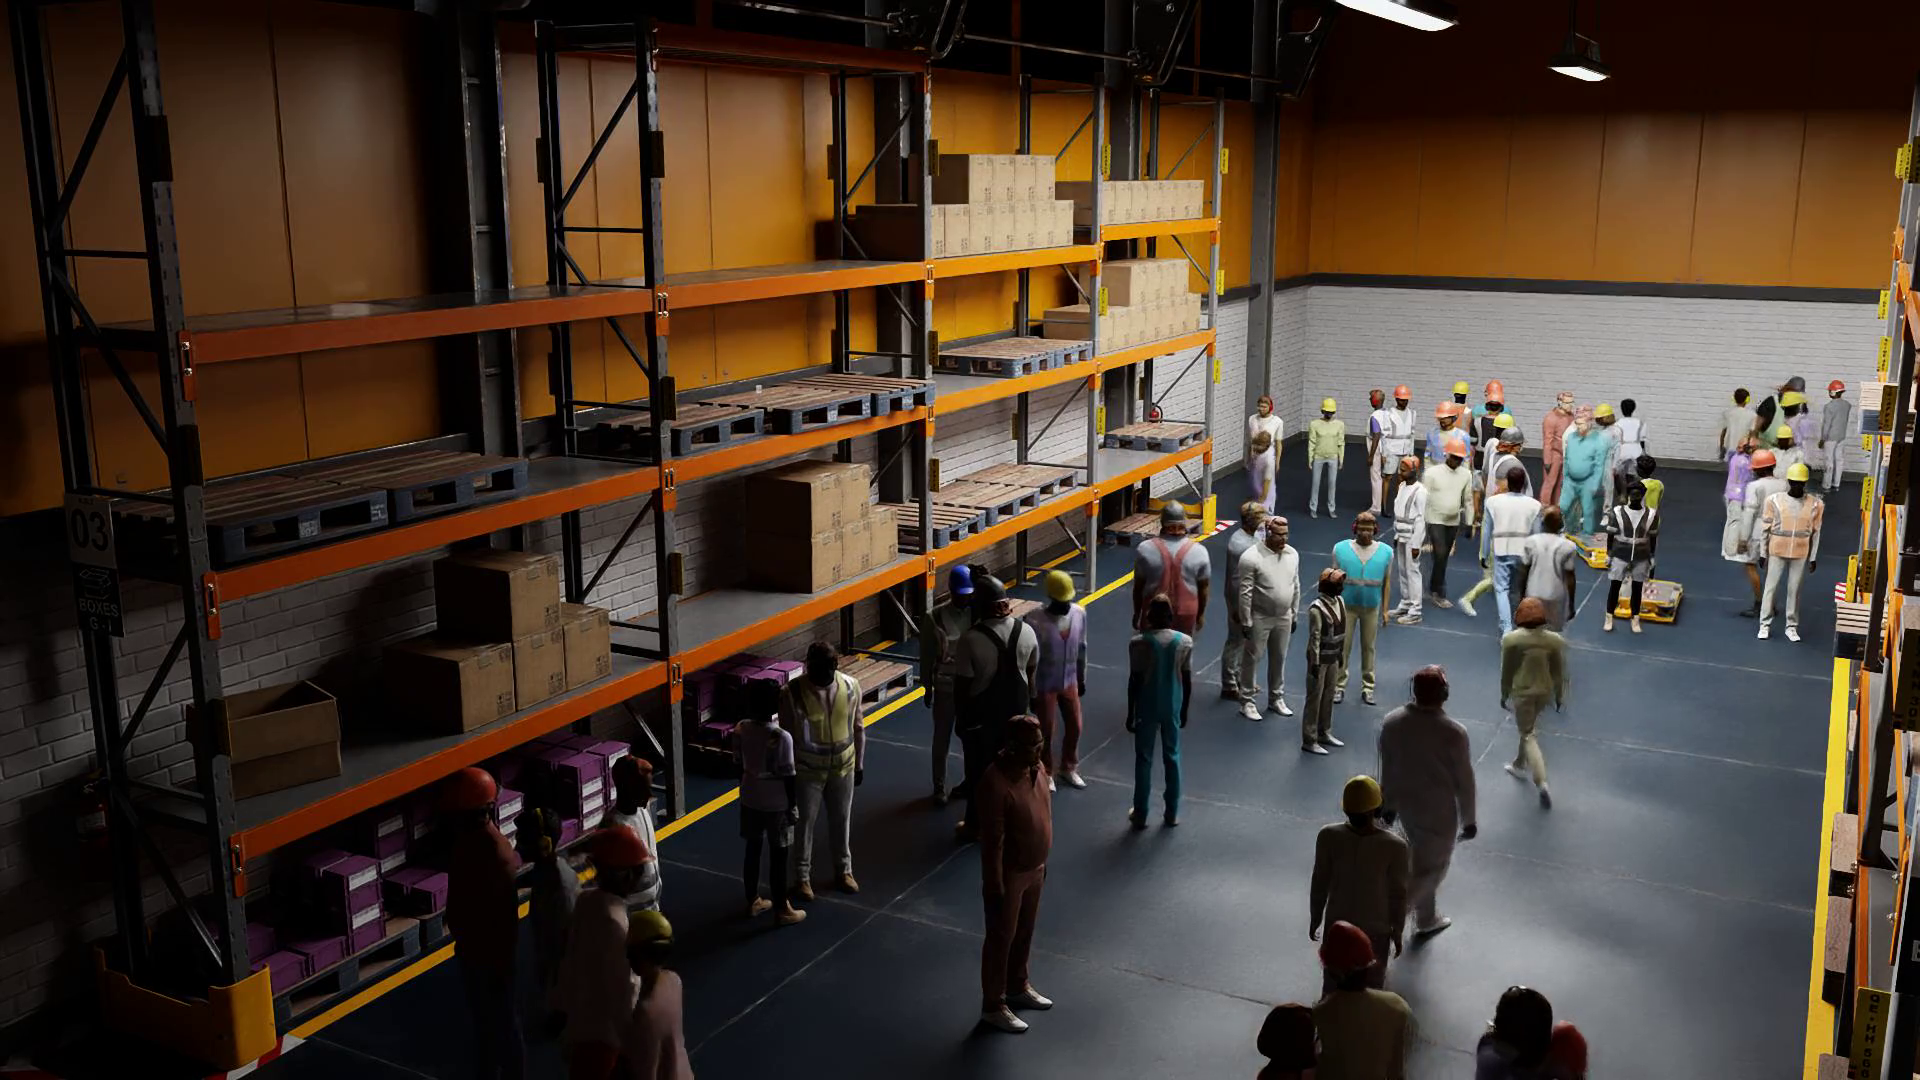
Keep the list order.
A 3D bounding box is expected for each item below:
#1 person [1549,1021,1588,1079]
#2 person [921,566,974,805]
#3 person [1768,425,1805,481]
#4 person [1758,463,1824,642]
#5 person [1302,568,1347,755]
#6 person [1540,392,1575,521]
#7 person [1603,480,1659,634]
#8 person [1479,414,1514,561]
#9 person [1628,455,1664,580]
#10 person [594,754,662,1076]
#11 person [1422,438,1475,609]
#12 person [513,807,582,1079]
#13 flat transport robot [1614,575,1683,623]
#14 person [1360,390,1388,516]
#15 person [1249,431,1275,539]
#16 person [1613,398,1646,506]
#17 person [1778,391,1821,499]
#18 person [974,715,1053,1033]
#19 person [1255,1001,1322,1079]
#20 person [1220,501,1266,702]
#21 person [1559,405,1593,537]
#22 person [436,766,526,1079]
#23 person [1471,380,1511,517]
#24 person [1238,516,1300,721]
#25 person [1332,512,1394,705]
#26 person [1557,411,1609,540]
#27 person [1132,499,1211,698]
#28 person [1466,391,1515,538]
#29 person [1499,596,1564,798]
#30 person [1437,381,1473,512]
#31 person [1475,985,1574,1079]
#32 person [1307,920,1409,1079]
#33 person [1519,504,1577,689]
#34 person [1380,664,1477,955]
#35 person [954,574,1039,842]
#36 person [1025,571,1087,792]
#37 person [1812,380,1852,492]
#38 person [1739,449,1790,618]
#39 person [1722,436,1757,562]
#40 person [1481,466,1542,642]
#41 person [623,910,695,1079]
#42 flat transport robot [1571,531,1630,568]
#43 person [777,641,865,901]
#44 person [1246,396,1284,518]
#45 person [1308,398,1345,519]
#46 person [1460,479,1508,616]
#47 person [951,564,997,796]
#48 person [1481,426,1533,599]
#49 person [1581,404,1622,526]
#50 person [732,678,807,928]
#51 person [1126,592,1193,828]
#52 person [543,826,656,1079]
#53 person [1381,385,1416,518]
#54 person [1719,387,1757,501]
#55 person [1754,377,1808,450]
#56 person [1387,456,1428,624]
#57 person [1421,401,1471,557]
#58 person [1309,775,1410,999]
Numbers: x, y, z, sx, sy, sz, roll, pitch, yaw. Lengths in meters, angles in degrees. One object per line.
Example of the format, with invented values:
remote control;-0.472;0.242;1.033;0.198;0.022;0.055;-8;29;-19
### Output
person;2.334;2.730;6.597;0.754;1.723;0.568;-12;17;-43
person;-0.001;1.142;13.210;0.615;1.943;0.405;-3;13;-15
person;10.850;-0.689;21.954;0.494;1.714;0.841;7;14;28
person;8.865;0.128;17.786;0.587;1.930;0.363;4;13;16
person;3.160;1.036;14.397;0.314;1.632;0.516;11;16;40
person;8.548;-1.177;23.721;0.649;1.897;0.394;-9;16;-36
person;7.284;0.183;18.068;0.540;1.695;0.317;3;13;15
person;6.896;-0.670;21.387;0.397;1.919;0.587;3;13;14
person;8.064;-0.166;19.655;0.530;1.687;0.321;-6;14;-26
person;-1.803;2.077;9.191;0.375;1.880;0.579;2;13;8
person;5.637;-0.191;19.139;0.650;1.955;0.821;-3;13;-14
person;-2.056;2.238;8.527;0.364;1.857;0.534;-7;14;-29
flat transport robot;7.912;0.664;19.132;0.652;0.197;1.431;6;14;26
person;6.100;-1.270;24.243;0.373;1.840;0.572;8;15;31
person;3.777;-0.511;20.958;0.341;1.805;0.650;-2;13;-7
person;9.807;-1.243;24.477;0.561;1.679;0.403;1;13;3
person;12.059;-1.214;23.907;0.749;1.889;0.603;-1;13;-3
person;0.347;1.937;9.774;0.401;1.899;0.636;8;15;33
person;1.358;2.693;6.964;0.274;1.636;0.507;9;15;34
person;2.696;0.573;15.807;0.377;1.930;0.625;6;14;24
person;8.332;-0.881;22.393;0.402;1.896;0.652;12;17;42
person;-2.496;2.126;8.693;0.375;1.996;0.611;-10;16;-37
person;7.688;-1.324;24.140;0.611;1.995;0.375;-2;13;-8
person;2.853;0.710;15.265;0.648;1.900;0.400;-5;14;-23
person;3.775;0.635;15.704;0.567;1.847;0.389;2;13;8
person;8.139;-0.751;21.797;0.461;1.886;0.663;-11;17;-41
person;1.939;0.617;15.348;0.712;2.000;0.536;0;13;2
person;7.224;-1.017;22.692;0.619;2.028;0.409;4;13;18
person;4.661;1.268;13.468;0.502;1.584;0.816;-2;13;-7
person;7.317;-1.372;24.506;0.585;1.928;0.378;10;16;38
person;2.192;2.637;6.575;0.381;1.922;0.646;-3;13;-12
person;1.733;2.544;7.407;0.578;1.738;0.613;-4;13;-16
person;5.673;0.558;16.069;0.532;1.843;0.479;9;15;35
person;2.957;1.734;10.718;0.773;1.876;0.648;-8;15;-32
person;0.226;1.244;12.539;0.681;2.000;0.535;-7;14;-29
person;0.771;1.139;13.359;0.609;1.890;0.559;-6;14;-26
person;13.652;-1.629;26.046;0.562;1.753;0.334;-6;14;-27
person;9.081;-0.070;18.736;0.656;1.917;0.430;-2;13;-9
person;10.034;-0.533;21.426;0.319;1.631;0.524;2;13;9
person;5.891;0.166;17.749;0.589;1.883;0.919;1;13;5
person;-1.349;2.538;7.489;0.350;1.734;0.572;1;13;3
flat transport robot;8.358;0.112;21.605;0.652;0.197;1.431;1;13;5
person;-0.949;1.581;11.509;0.630;1.836;0.430;-5;14;-23
person;4.347;-1.150;23.725;0.395;1.836;0.561;-12;17;-43
person;5.281;-1.176;24.006;0.525;1.762;0.339;1;13;3
person;6.035;0.099;18.649;0.704;1.610;0.507;6;14;23
person;0.145;1.137;13.220;0.373;1.958;0.598;-11;17;-41
person;6.486;-0.343;19.644;0.536;2.000;0.672;-3;13;-13
person;9.102;-1.071;23.599;0.331;1.733;0.488;-10;16;-39
person;-1.280;1.742;11.085;0.533;1.697;0.319;9;16;36
person;1.524;1.305;12.740;0.509;1.838;0.346;-3;13;-11
person;-1.732;2.326;8.010;1.151;1.921;0.634;-5;14;-22
person;6.359;-1.283;24.085;0.551;1.935;0.371;-4;13;-18
person;11.386;-1.303;24.381;0.528;1.846;0.558;-12;17;-43
person;12.276;-1.507;24.857;0.701;2.000;0.887;-1;13;-5
person;4.999;-0.014;18.541;0.339;1.878;0.571;-2;13;-7
person;6.307;-0.798;21.678;0.613;2.041;0.393;12;17;42
person;2.187;2.133;9.180;0.533;1.767;0.324;6;14;24
